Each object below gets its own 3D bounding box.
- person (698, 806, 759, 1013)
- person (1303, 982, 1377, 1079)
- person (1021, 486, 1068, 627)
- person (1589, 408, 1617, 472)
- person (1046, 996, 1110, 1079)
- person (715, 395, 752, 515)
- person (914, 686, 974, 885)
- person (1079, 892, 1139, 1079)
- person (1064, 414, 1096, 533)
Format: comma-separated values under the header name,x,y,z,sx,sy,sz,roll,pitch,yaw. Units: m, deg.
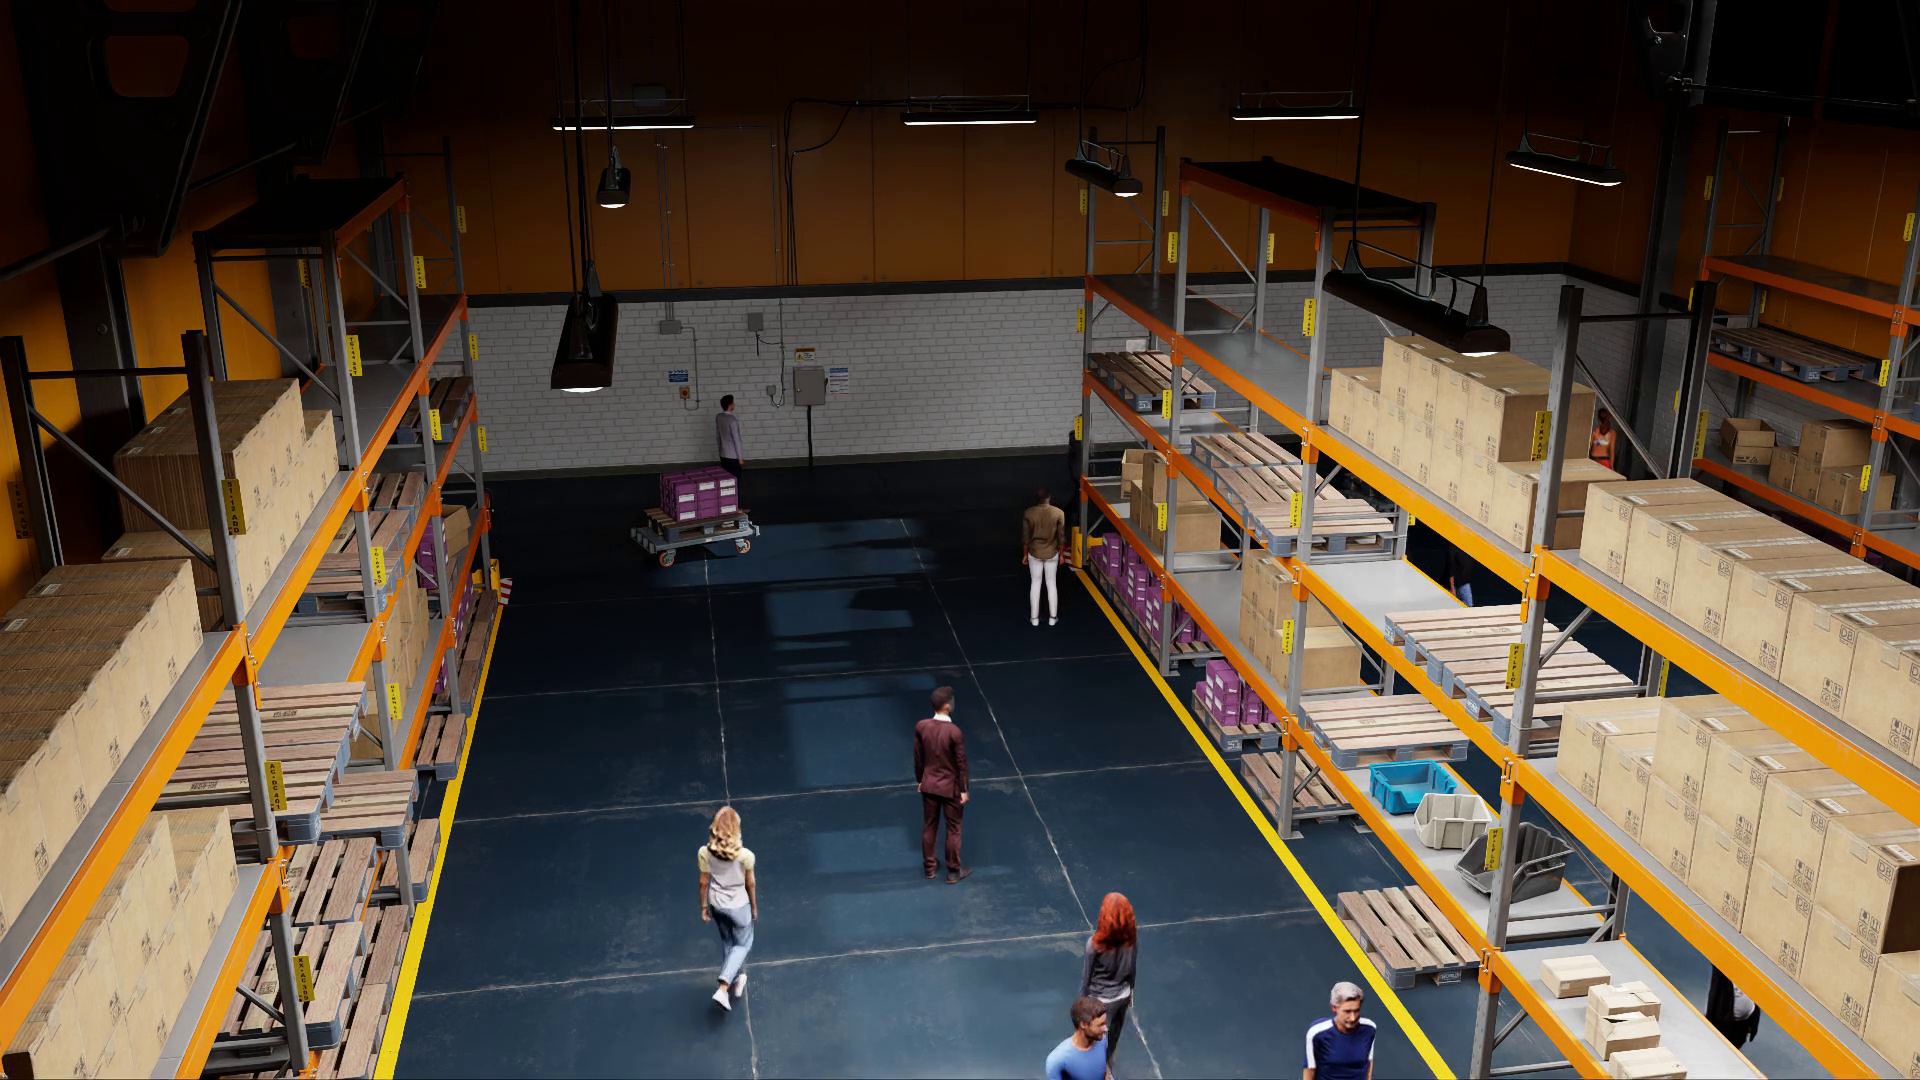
name,x,y,z,sx,sy,sz,roll,pitch,yaw
person,-1.820,2.939,13.036,0.837,1.706,1.031,4,19,10
person,2.413,3.629,10.859,0.679,1.787,1.187,-2,19,-7
person,1.055,0.193,21.005,0.772,1.824,0.662,1,19,3
person,9.534,-1.057,24.832,0.769,1.750,1.110,1,19,3
person,0.656,3.687,10.641,1.119,1.816,1.316,-16,25,-40
person,-3.522,-1.318,25.445,0.829,1.853,0.720,-17,25,-41
person,-0.158,2.202,14.978,0.776,1.862,0.808,9,21,26
person,1.070,3.331,11.783,0.745,1.762,0.963,-9,20,-24
person,1.743,-0.985,24.486,0.930,1.834,0.826,-12,22,-31
